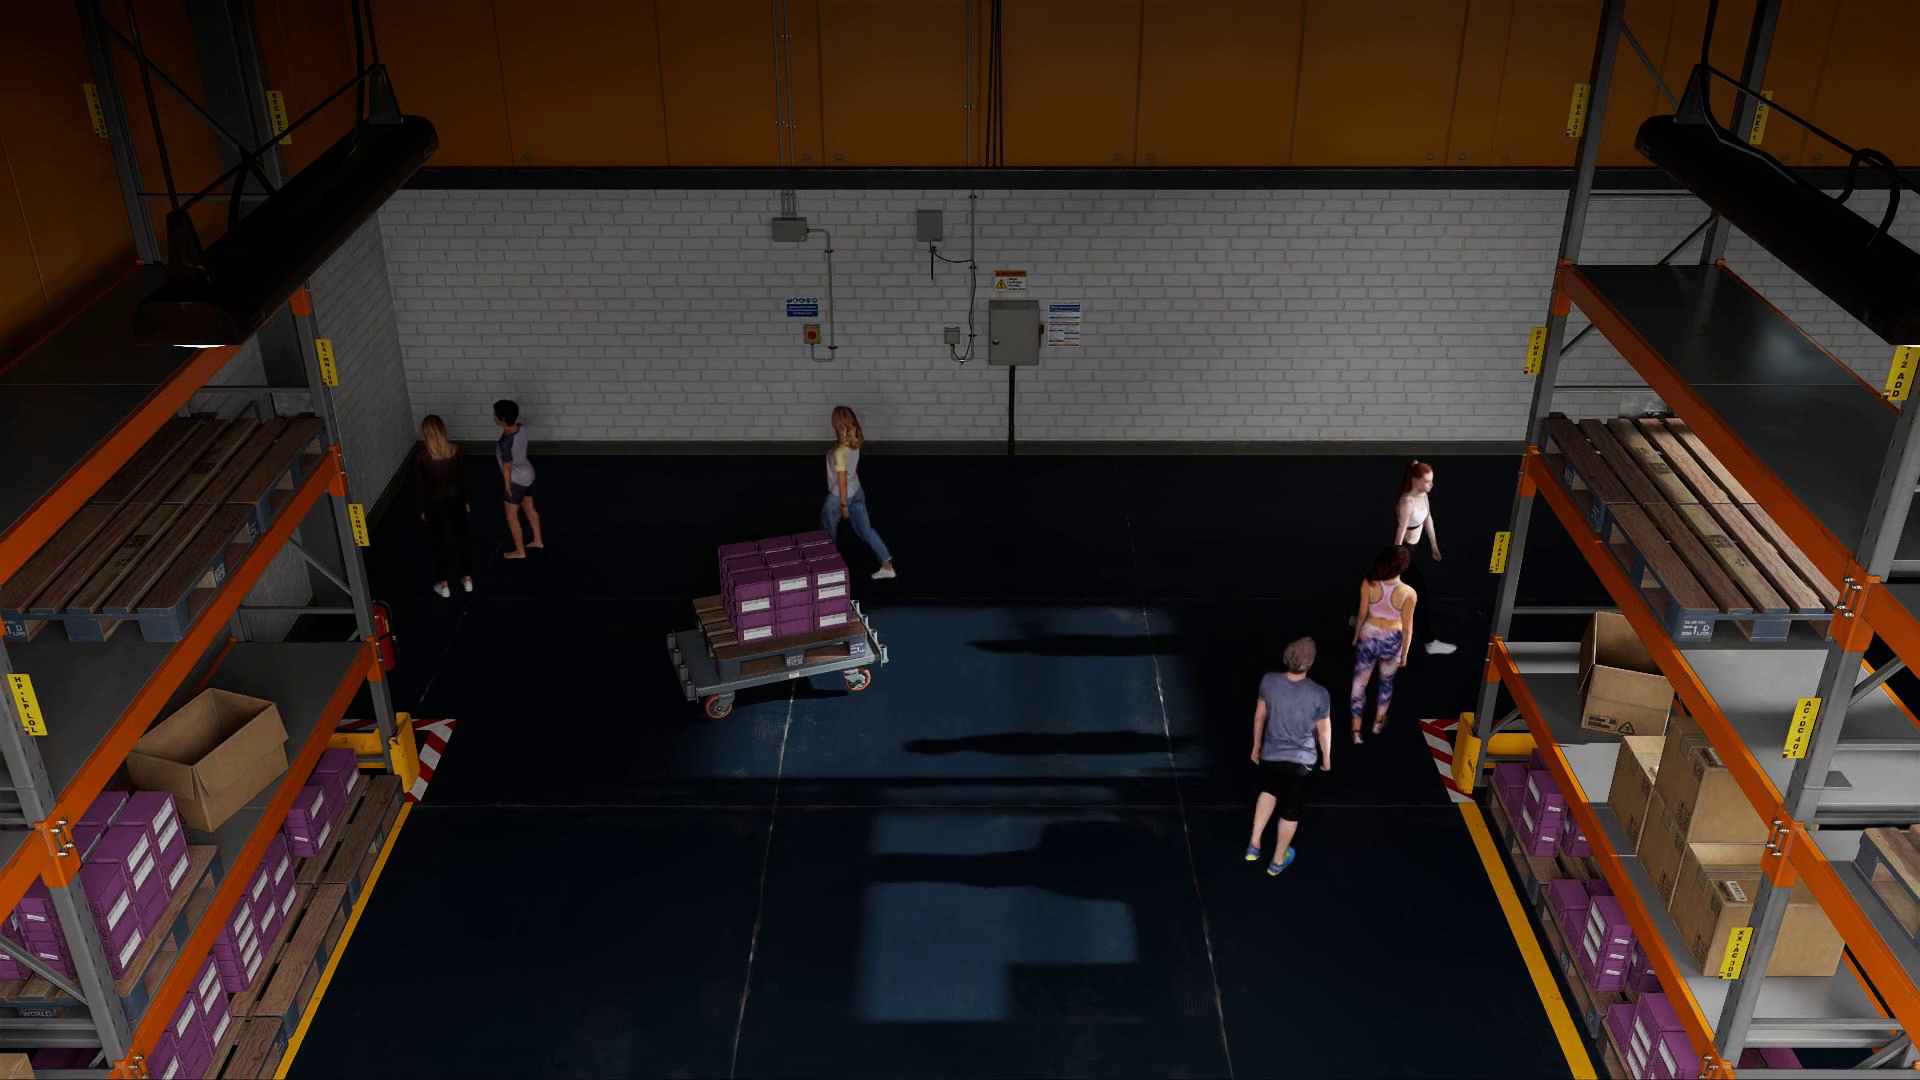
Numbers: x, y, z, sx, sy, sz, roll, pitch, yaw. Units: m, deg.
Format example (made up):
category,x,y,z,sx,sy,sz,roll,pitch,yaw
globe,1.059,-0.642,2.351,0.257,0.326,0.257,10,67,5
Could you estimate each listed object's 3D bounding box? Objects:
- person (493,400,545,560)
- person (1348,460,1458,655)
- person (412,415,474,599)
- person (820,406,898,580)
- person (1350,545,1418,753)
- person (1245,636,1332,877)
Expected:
category,x,y,z,sx,sy,sz,roll,pitch,yaw
person,-4.034,-0.583,15.282,0.685,1.561,0.572,7,29,12
person,3.614,0.117,13.864,1.080,1.690,1.195,16,32,27
person,-4.518,-0.301,14.620,0.673,1.701,0.686,-18,33,-29
person,-0.918,-0.361,14.753,0.987,1.679,1.200,10,30,18
person,3.140,0.834,12.491,0.820,1.747,1.094,9,30,16
person,2.163,1.508,11.127,0.820,1.870,0.869,19,34,30
